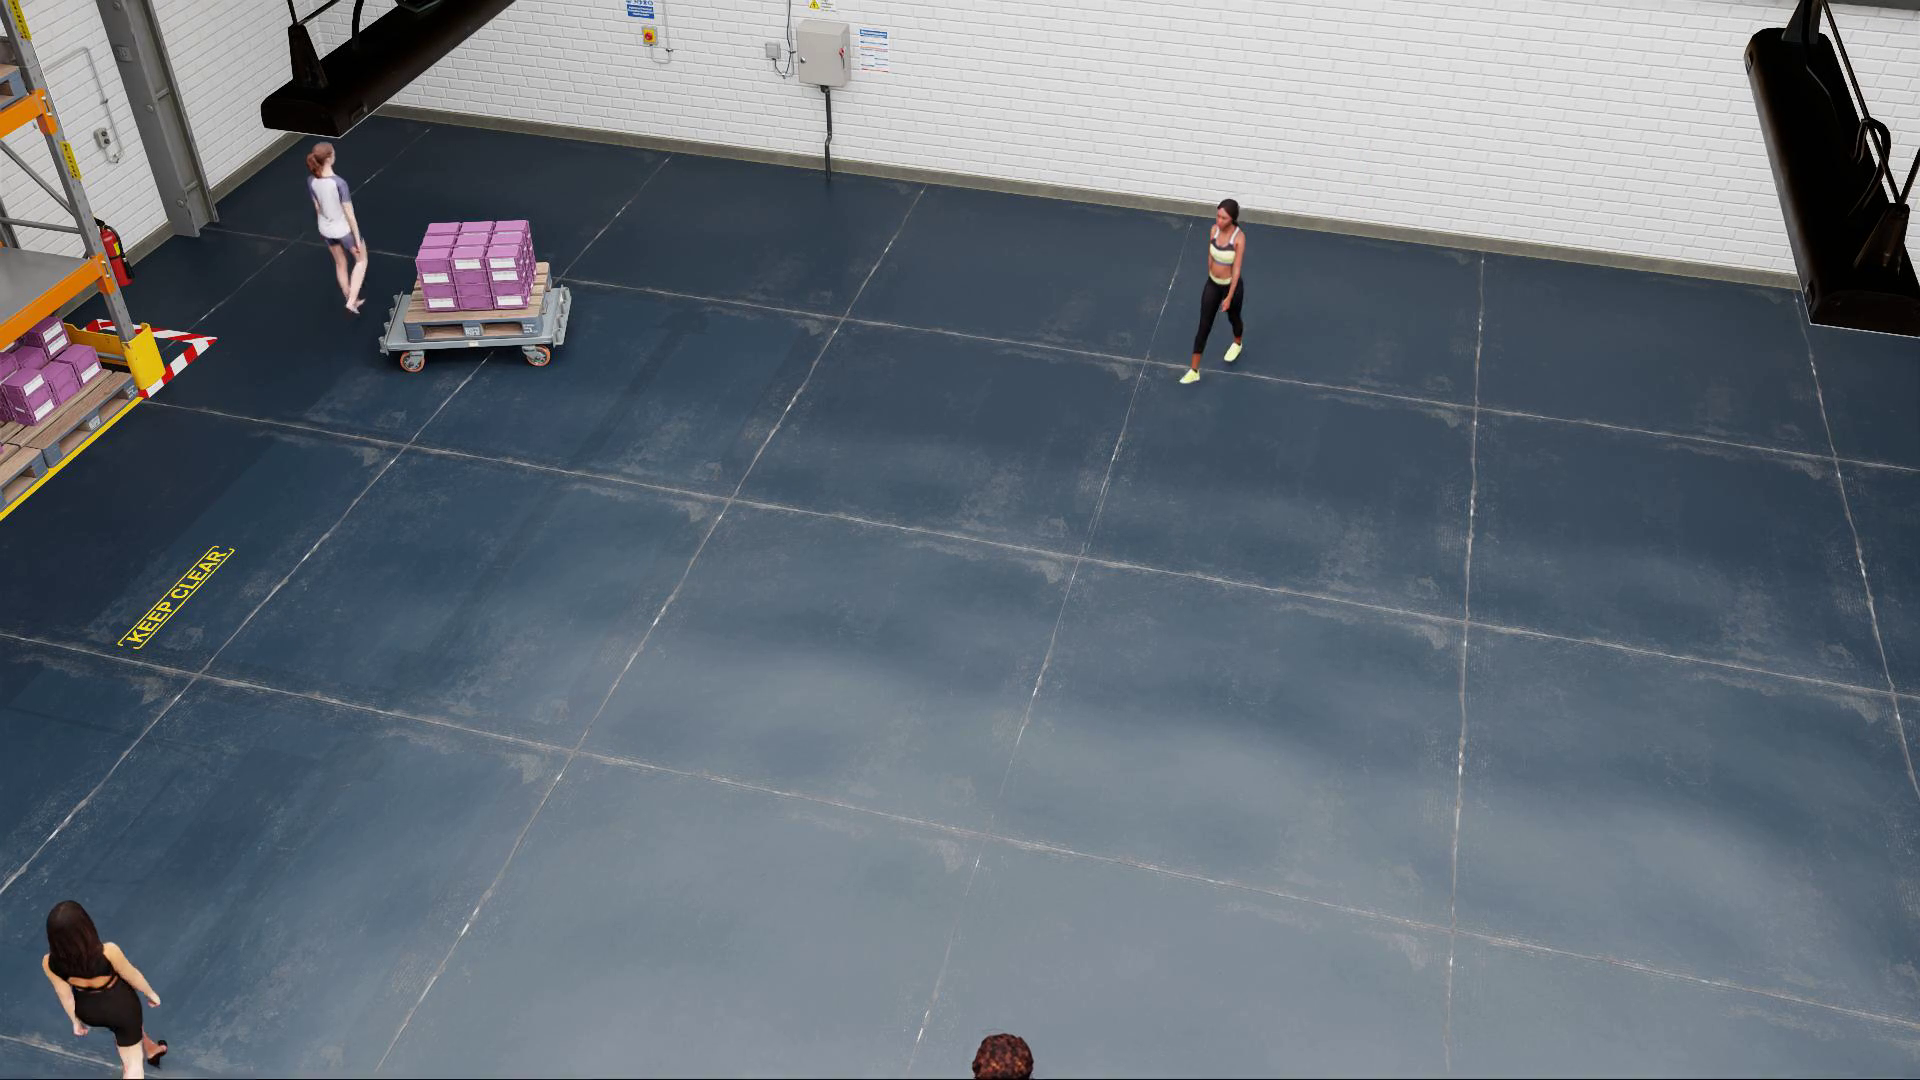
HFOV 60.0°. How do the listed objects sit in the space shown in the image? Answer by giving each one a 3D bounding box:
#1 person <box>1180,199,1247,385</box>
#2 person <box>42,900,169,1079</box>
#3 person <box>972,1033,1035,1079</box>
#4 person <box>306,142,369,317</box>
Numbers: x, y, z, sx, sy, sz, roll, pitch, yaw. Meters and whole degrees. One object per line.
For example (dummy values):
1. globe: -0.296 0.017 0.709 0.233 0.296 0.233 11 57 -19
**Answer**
1. person: 2.421 -2.257 14.870 0.877 1.700 1.215 27 46 30
2. person: -4.540 2.588 8.871 0.871 1.616 1.122 -6 39 -8
3. person: 0.199 3.022 8.251 0.613 1.711 0.719 -31 48 -33
4. person: -5.848 -2.844 15.565 0.631 1.751 0.764 5 39 6
